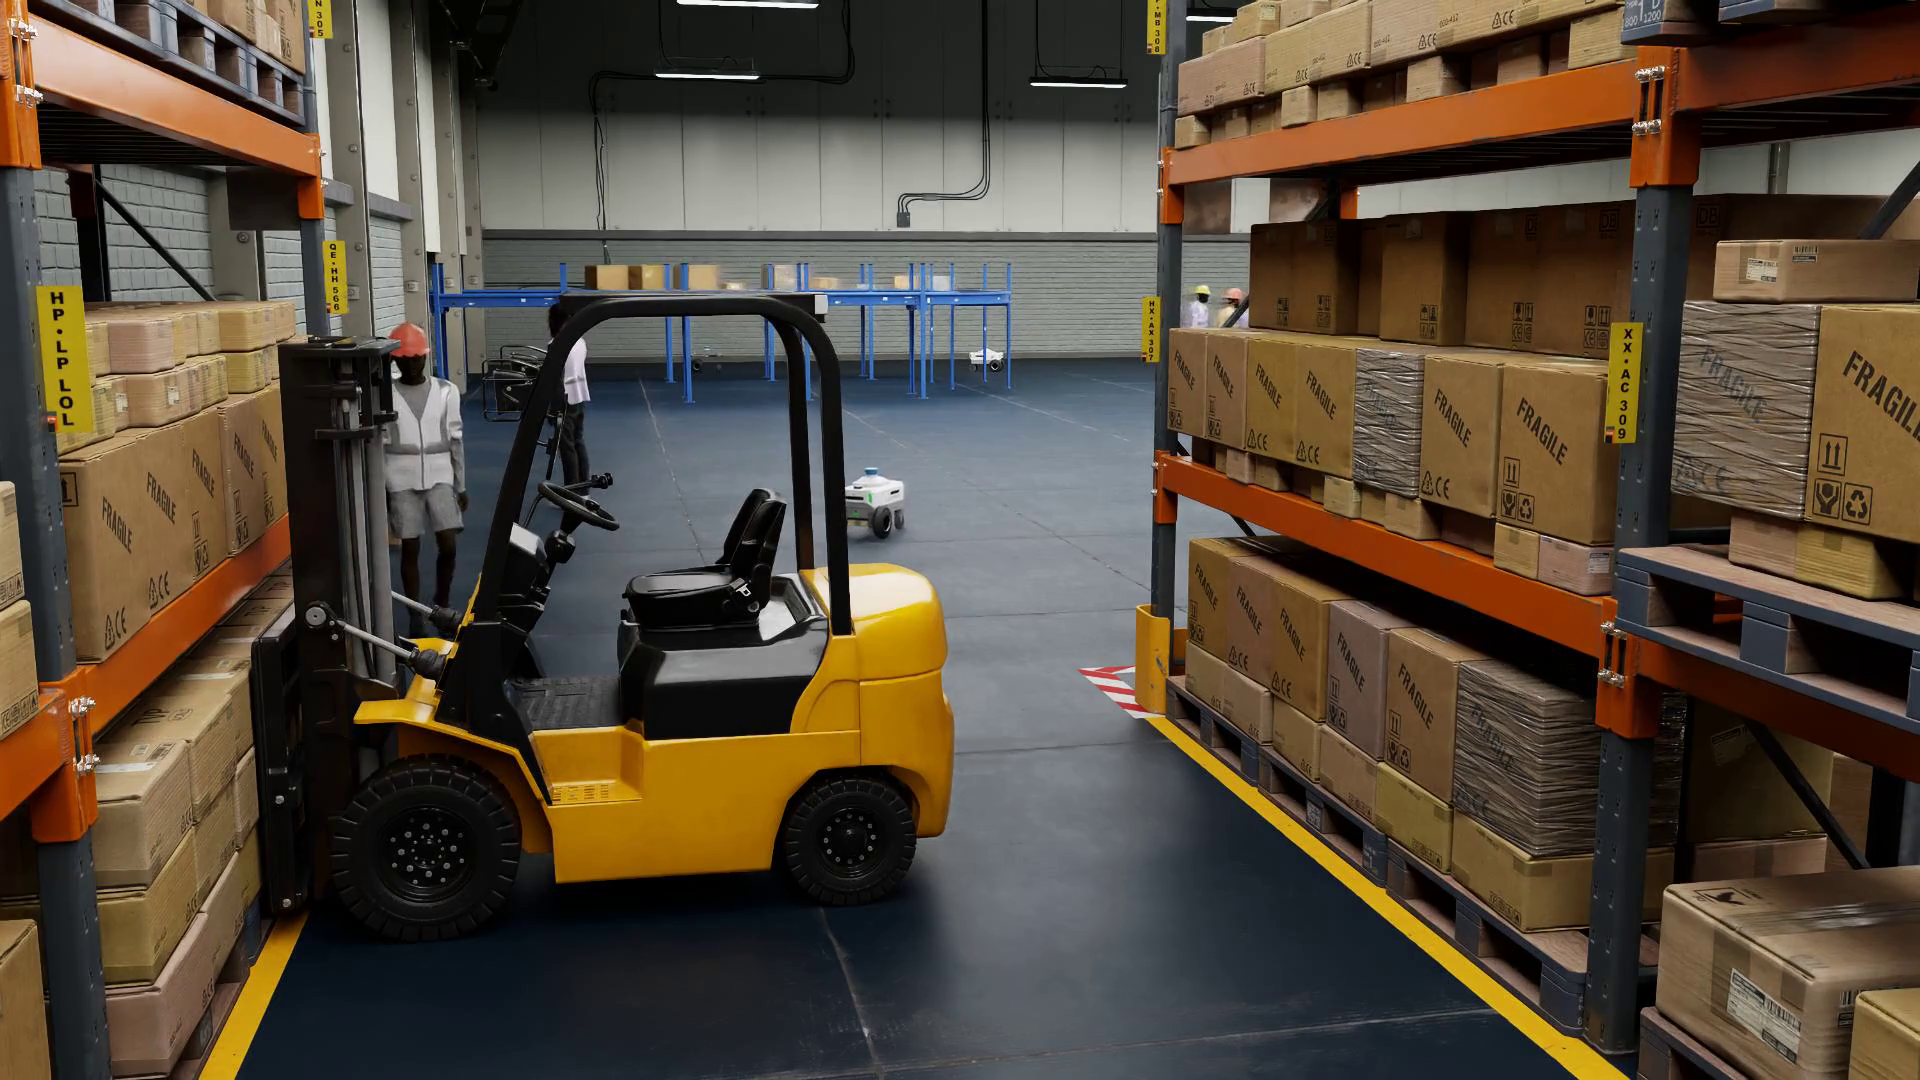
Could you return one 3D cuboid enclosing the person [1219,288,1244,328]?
[{"bbox_3d":[4.359,-3.158,27.174,0.595,1.917,0.557,-3,10,-18],"label":"person"}]

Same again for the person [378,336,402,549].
[{"bbox_3d":[-4.581,-0.778,13.331,0.322,1.696,0.536,1,9,8],"label":"person"}]

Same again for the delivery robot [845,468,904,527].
[{"bbox_3d":[-0.756,-0.373,14.182,0.477,0.478,0.707,4,10,22],"label":"delivery robot"}]

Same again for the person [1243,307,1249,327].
[{"bbox_3d":[4.638,-2.995,26.289,0.483,1.879,0.680,-1,9,-8],"label":"person"}]

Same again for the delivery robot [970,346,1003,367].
[{"bbox_3d":[0.569,-3.974,36.131,0.707,0.478,0.477,2,10,10],"label":"delivery robot"}]

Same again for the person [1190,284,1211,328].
[{"bbox_3d":[4.696,-4.096,32.903,0.587,1.911,0.608,6,11,32],"label":"person"}]

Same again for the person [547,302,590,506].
[{"bbox_3d":[-3.708,-1.285,15.755,0.372,1.916,0.596,2,10,13],"label":"person"}]

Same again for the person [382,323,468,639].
[{"bbox_3d":[-3.232,-0.330,9.931,0.576,1.913,0.564,-4,10,-25],"label":"person"}]

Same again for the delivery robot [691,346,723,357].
[{"bbox_3d":[-5.494,-4.089,36.044,0.698,0.223,0.335,-2,10,-13],"label":"delivery robot"}]

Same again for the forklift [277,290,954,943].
[{"bbox_3d":[-1.179,0.175,6.143,2.313,2.155,1.214,-2,10,-12],"label":"forklift"}]
